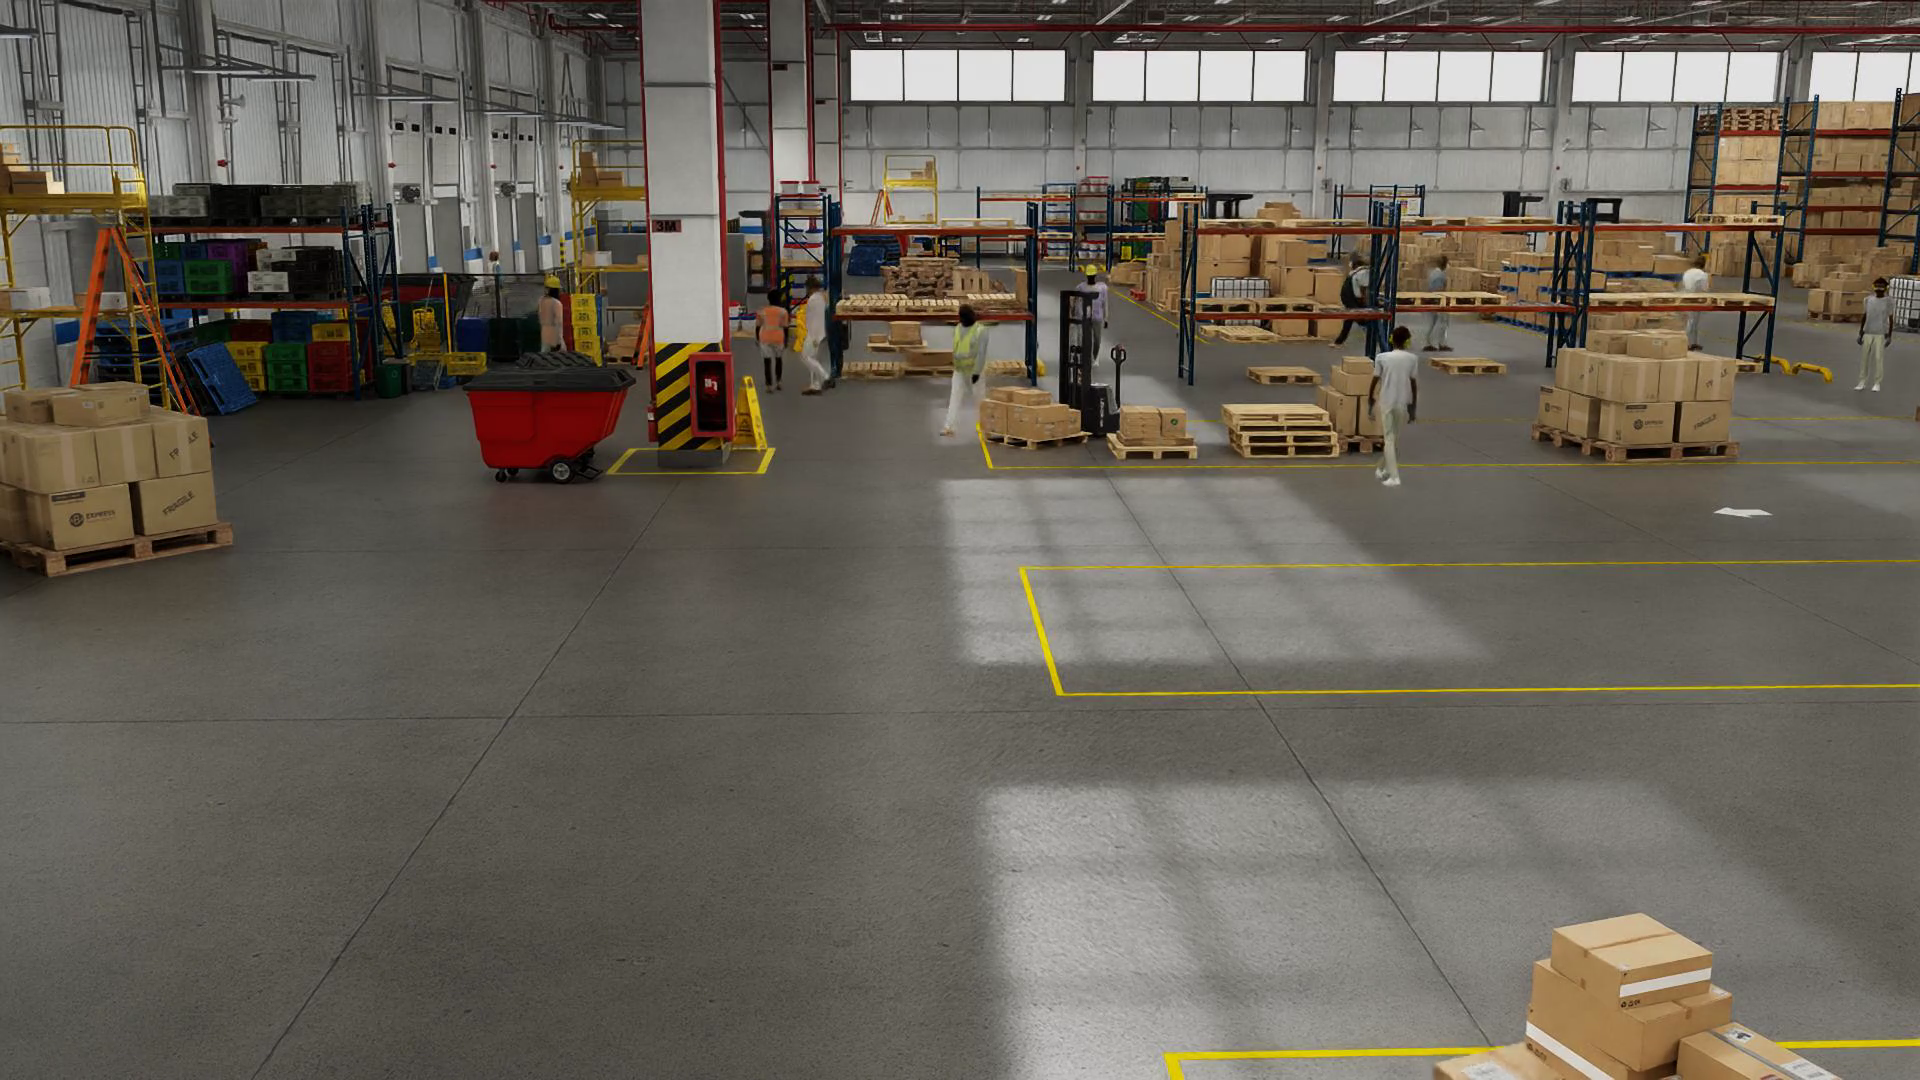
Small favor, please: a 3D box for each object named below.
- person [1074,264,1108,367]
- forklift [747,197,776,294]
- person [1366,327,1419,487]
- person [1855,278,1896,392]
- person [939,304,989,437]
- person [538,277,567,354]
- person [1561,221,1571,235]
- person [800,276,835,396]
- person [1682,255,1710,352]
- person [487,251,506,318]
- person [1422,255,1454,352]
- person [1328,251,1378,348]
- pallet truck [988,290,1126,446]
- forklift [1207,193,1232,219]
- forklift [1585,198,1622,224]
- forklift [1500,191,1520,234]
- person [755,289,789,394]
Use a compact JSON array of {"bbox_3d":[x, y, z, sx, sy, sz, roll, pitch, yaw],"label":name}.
[{"bbox_3d":[2.381,-4.054,30.223,0.617,1.909,0.416,1,13,5],"label":"person"},{"bbox_3d":[-5.349,-8.612,48.604,1.873,2.768,1.129,0,12,-2],"label":"forklift"},{"bbox_3d":[4.961,-1.543,19.143,0.513,1.810,0.941,-1,13,-5],"label":"person"},{"bbox_3d":[14.977,-3.360,27.225,0.334,1.860,0.509,-11,17,-41],"label":"person"},{"bbox_3d":[0.130,-2.307,22.640,0.619,1.798,0.950,9,16,37],"label":"person"},{"bbox_3d":[-6.637,-3.326,27.006,0.586,1.888,0.969,9,15,35],"label":"person"},{"bbox_3d":[20.895,-10.020,57.146,0.568,1.919,0.578,7,14,30],"label":"person"},{"bbox_3d":[-2.329,-3.260,26.657,0.482,1.903,0.667,0,12,0],"label":"person"},{"bbox_3d":[14.740,-4.703,33.155,0.771,1.910,0.654,-3,13,-12],"label":"person"},{"bbox_3d":[-11.428,-6.266,40.862,0.521,1.632,0.315,12,17,42],"label":"person"},{"bbox_3d":[9.610,-4.700,33.144,0.754,1.910,0.654,0,12,1],"label":"person"},{"bbox_3d":[8.085,-4.921,33.849,1.037,2.000,0.691,-1,13,-2],"label":"person"},{"bbox_3d":[1.257,-2.299,22.111,1.885,1.965,0.823,-9,15,-35],"label":"pallet truck"},{"bbox_3d":[8.749,-10.320,56.317,1.129,2.768,1.873,-9,15,-35],"label":"forklift"},{"bbox_3d":[17.916,-8.149,46.513,1.873,2.768,1.129,-8,15,-33],"label":"forklift"},{"bbox_3d":[20.773,-11.780,62.906,1.873,2.768,1.129,0,12,-2],"label":"forklift"},{"bbox_3d":[-3.067,-3.241,27.094,0.560,1.661,0.691,-2,13,-7],"label":"person"}]
